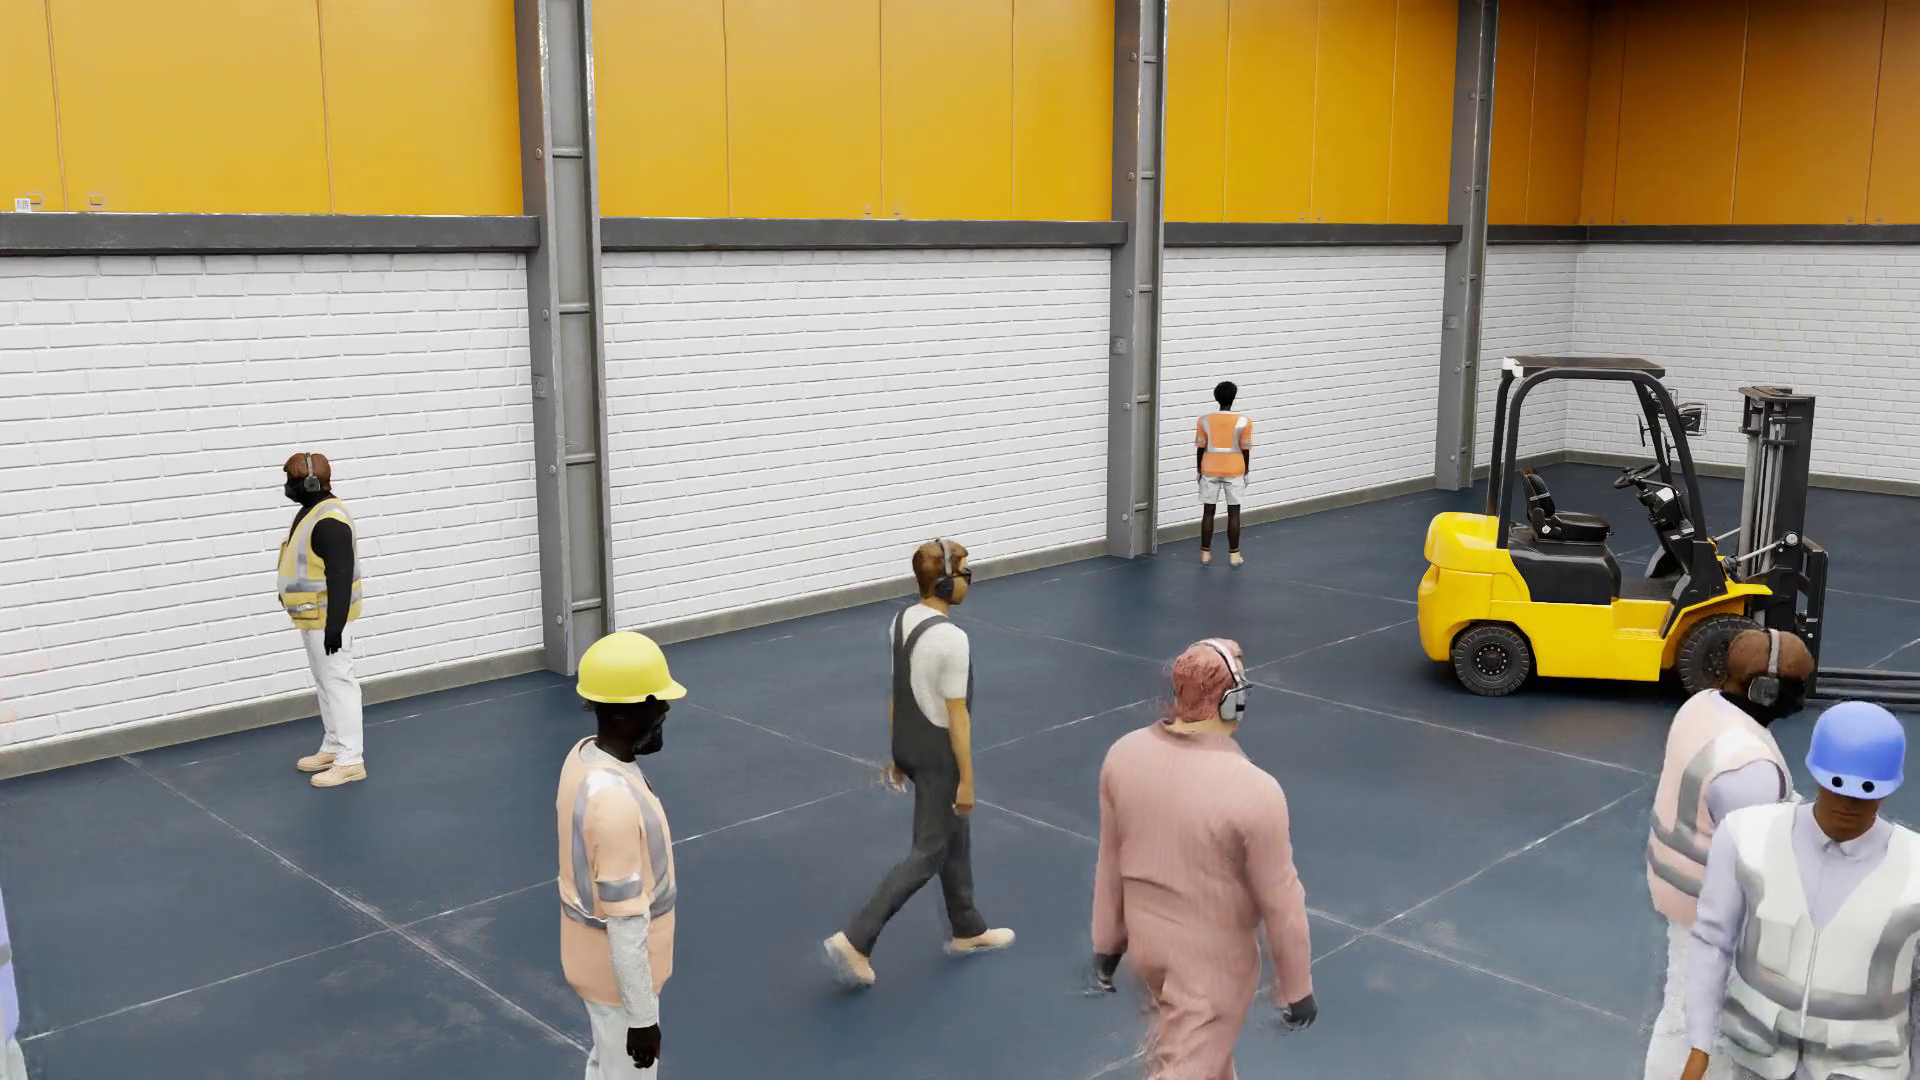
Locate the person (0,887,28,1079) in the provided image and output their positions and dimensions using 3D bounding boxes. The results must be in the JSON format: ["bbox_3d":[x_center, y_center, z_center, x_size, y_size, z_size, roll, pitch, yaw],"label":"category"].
[{"bbox_3d":[-2.674,1.281,4.406,1.003,1.887,0.566,-6,12,-32],"label":"person"}]

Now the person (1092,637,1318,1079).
[{"bbox_3d":[0.735,1.201,4.899,0.989,1.851,0.668,-8,13,-37],"label":"person"}]

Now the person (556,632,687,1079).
[{"bbox_3d":[-0.939,1.200,4.712,0.366,1.926,0.593,-4,11,-19],"label":"person"}]

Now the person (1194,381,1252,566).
[{"bbox_3d":[2.403,-0.608,15.214,0.529,1.691,0.319,4,11,19],"label":"person"}]

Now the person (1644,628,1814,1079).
[{"bbox_3d":[2.457,1.160,5.214,0.617,1.818,0.665,3,11,14],"label":"person"}]

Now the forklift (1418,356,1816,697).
[{"bbox_3d":[4.276,-0.101,11.076,2.313,2.155,1.214,2,11,13],"label":"forklift"}]

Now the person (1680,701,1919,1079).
[{"bbox_3d":[2.214,1.299,4.299,0.589,1.891,1.034,8,13,38],"label":"person"}]

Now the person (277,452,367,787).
[{"bbox_3d":[-3.515,0.428,9.155,0.429,1.842,0.630,-6,12,-31],"label":"person"}]

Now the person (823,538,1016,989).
[{"bbox_3d":[-0.164,0.894,6.706,0.875,1.820,0.518,-6,12,-28],"label":"person"}]
